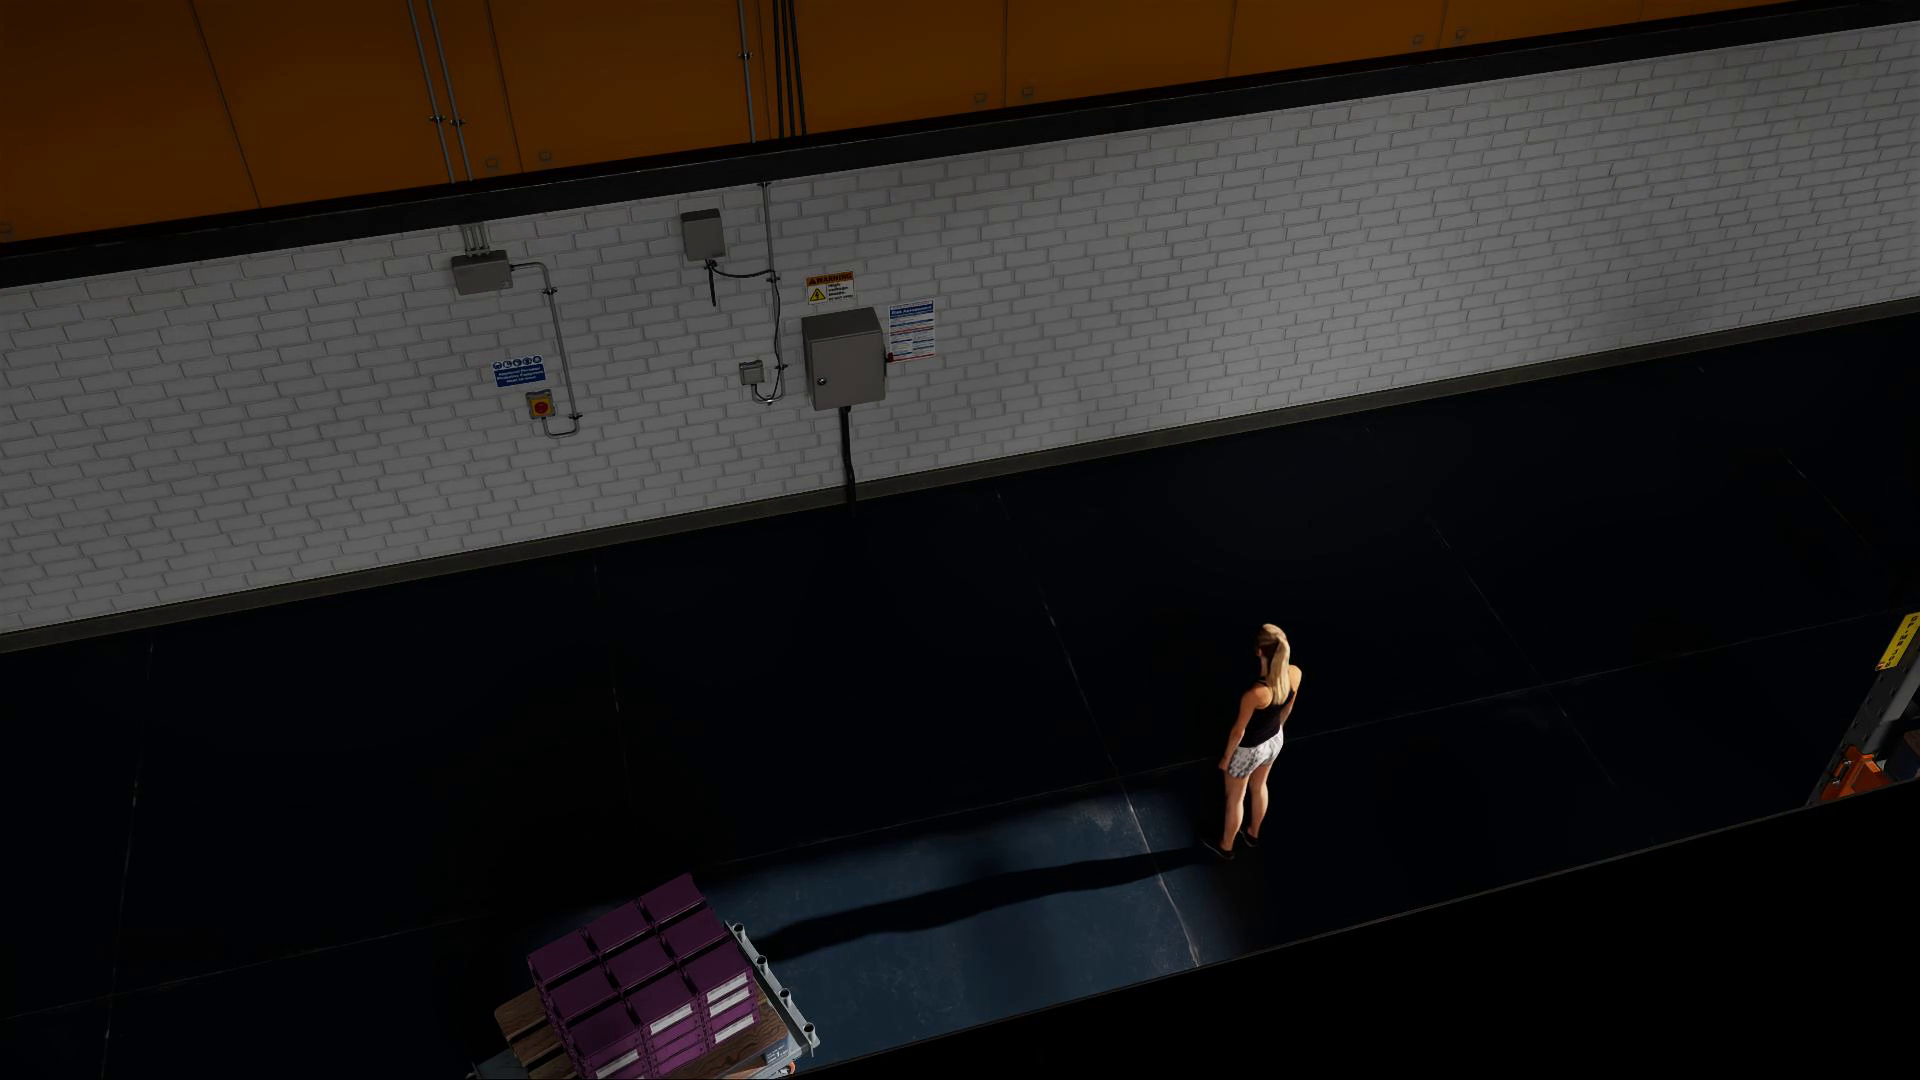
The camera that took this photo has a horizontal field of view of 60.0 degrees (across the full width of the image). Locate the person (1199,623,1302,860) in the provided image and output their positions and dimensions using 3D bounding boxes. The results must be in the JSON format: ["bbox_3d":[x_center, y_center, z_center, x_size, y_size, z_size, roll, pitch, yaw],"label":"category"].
[{"bbox_3d":[1.698,1.169,9.524,0.672,1.843,0.649,-25,49,-24],"label":"person"}]
